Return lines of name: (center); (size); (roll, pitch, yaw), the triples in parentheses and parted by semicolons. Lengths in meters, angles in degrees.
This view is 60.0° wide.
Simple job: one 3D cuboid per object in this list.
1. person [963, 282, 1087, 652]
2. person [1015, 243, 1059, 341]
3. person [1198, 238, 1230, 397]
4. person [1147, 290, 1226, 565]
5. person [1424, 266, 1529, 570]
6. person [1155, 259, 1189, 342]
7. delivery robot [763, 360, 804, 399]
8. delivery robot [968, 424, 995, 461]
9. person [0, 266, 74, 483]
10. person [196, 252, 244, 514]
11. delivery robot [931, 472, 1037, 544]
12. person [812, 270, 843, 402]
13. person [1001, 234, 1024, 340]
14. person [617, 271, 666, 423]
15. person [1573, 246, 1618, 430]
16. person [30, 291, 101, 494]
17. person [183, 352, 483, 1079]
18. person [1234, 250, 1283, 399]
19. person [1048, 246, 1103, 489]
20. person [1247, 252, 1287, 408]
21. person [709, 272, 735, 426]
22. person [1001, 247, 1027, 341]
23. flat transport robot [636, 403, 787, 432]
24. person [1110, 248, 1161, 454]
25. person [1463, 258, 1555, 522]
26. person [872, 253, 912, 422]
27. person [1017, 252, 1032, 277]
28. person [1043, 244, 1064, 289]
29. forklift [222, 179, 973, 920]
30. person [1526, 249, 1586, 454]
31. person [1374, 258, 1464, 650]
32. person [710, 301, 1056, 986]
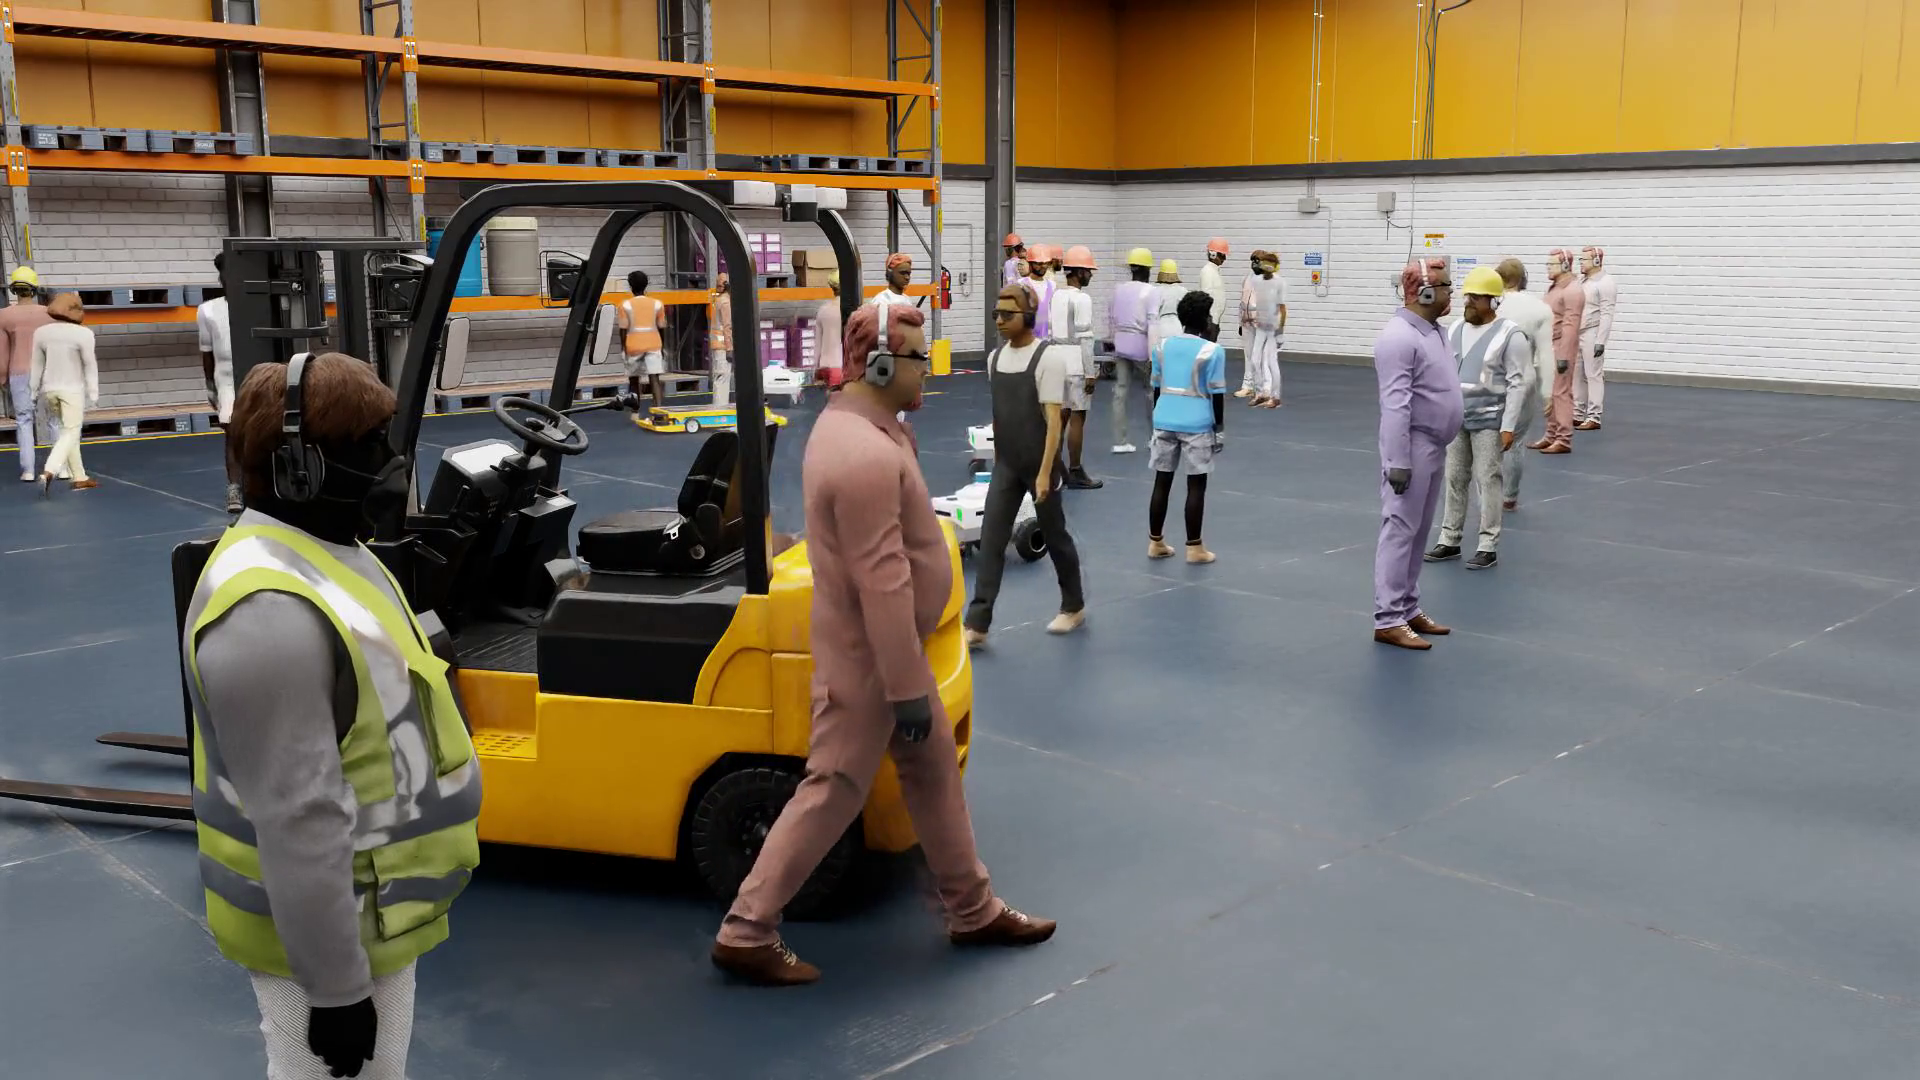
person: (0.325, -0.364, 8.210); (0.533, 1.803, 0.962); (9, 14, 40)
person: (0.767, -1.983, 16.636); (0.543, 1.939, 0.370); (-6, 12, -29)
person: (3.090, -2.688, 20.352); (0.394, 1.985, 0.608); (3, 11, 16)
person: (1.398, -0.691, 10.283); (0.538, 1.687, 0.328); (9, 14, 41)
person: (3.133, -0.741, 10.143); (0.403, 1.836, 0.588); (-8, 13, -36)
person: (2.440, -2.412, 19.501); (0.486, 1.746, 0.290); (-1, 10, -3)
delivery robot: (-2.190, -1.868, 19.531); (0.707, 0.478, 0.477); (0, 10, 2)
delivery robot: (0.421, -0.834, 13.892); (0.707, 0.478, 0.477); (0, 10, -3)
person: (-7.619, -1.355, 13.679); (0.523, 1.769, 0.324); (-5, 11, -24)
person: (-5.302, -1.178, 12.333); (0.610, 1.916, 0.990); (-3, 11, -18)
delivery robot: (0.144, -0.176, 10.304); (0.707, 0.478, 0.477); (-9, 14, -41)
person: (-0.981, -1.495, 14.528); (0.861, 1.723, 0.545); (-9, 14, -40)
person: (0.777, -3.484, 24.534); (0.373, 2.043, 0.615); (5, 12, 25)
person: (-3.368, -2.037, 17.713); (0.524, 1.658, 0.867); (-4, 11, -23)
person: (6.545, -2.105, 17.389); (0.407, 1.908, 0.641); (-2, 11, -12)
person: (-7.024, -1.138, 12.971); (0.546, 1.592, 0.756); (2, 11, 9)
person: (-0.993, 0.618, 2.720); (0.429, 1.844, 0.627); (-3, 11, -16)
person: (3.710, -2.681, 20.709); (0.429, 1.844, 0.625); (-9, 14, -41)
person: (0.925, -1.374, 13.321); (0.359, 1.935, 0.550); (-6, 12, -28)
person: (3.618, -2.432, 19.375); (0.552, 1.830, 0.535); (-10, 14, -44)
person: (-2.506, -2.027, 17.732); (0.318, 1.630, 0.511); (-3, 11, -15)
person: (0.919, -3.490, 25.117); (0.634, 1.842, 0.429); (-1, 10, -3)
flat transport robot: (-2.603, -1.293, 17.427); (1.431, 0.197, 0.652); (-6, 12, -28)
person: (1.712, -1.761, 15.527); (0.618, 1.893, 0.857); (10, 14, 43)
person: (3.882, -1.065, 11.846); (0.654, 1.878, 1.013); (4, 11, 20)
person: (-0.513, -1.307, 13.108); (0.358, 1.881, 0.574); (4, 11, 19)
person: (0.765, -2.167, 17.890); (0.381, 1.845, 0.570); (-5, 11, -25)
person: (1.055, -2.548, 19.776); (0.455, 1.924, 0.556); (-3, 11, -18)
forklift: (-1.114, -0.058, 5.440); (2.313, 2.155, 1.214); (2, 11, 13)
person: (5.560, -1.753, 15.512); (0.397, 1.899, 0.653); (1, 10, 4)
person: (2.276, -0.428, 8.242); (0.409, 1.906, 0.651); (6, 12, 30)
person: (-0.237, 0.291, 4.501); (0.976, 1.859, 0.655); (-1, 10, -4)
